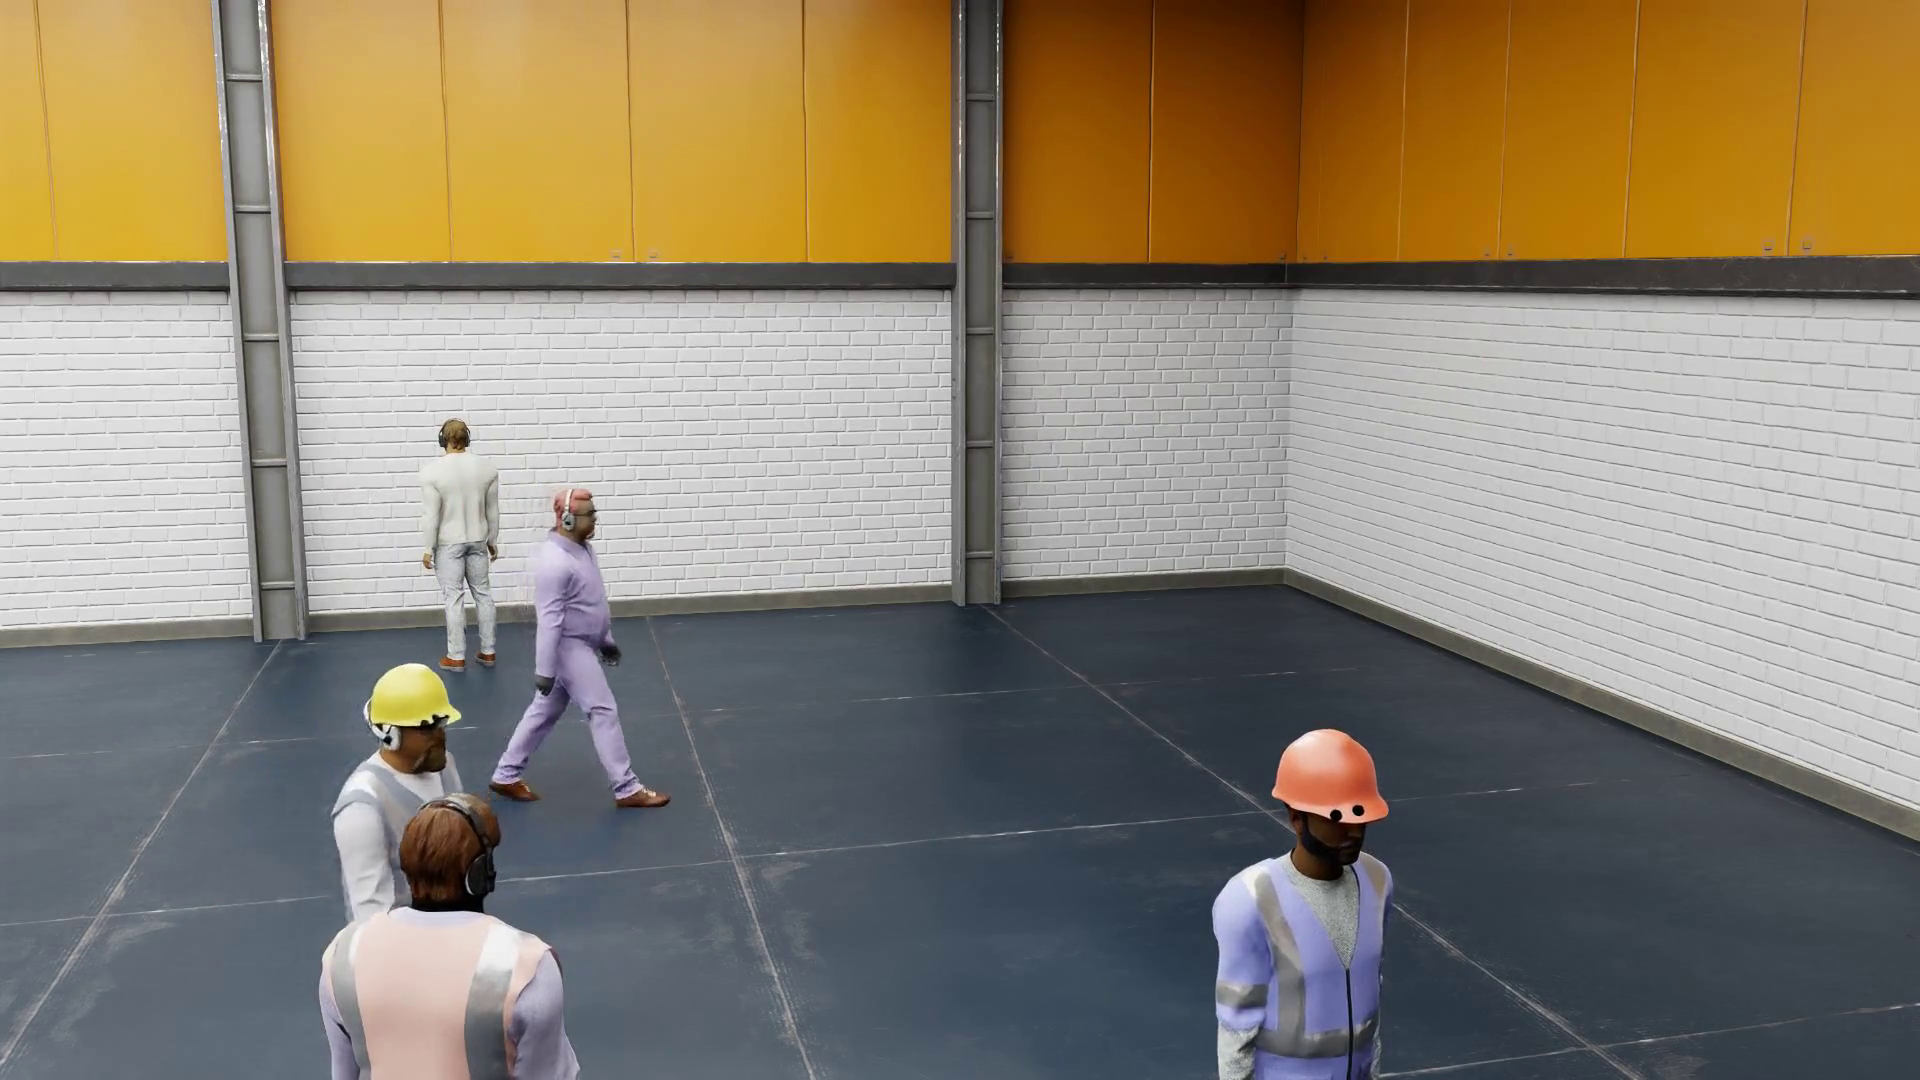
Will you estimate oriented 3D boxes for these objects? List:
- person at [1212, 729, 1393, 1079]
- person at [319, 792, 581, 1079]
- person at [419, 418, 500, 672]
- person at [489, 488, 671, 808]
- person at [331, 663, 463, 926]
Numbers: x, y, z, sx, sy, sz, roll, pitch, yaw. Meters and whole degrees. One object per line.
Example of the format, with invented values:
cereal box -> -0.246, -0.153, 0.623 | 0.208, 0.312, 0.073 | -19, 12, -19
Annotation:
person -> 0.877, 1.411, 4.155 | 0.543, 1.939, 0.371 | -6, 11, -31
person -> -1.156, 1.495, 3.934 | 0.623, 1.844, 0.429 | 2, 9, 15
person -> -3.817, 0.036, 12.734 | 0.633, 1.938, 0.356 | -8, 12, -42
person -> -2.224, 0.617, 9.422 | 1.037, 1.857, 0.633 | -1, 9, -6
person -> -1.688, 1.285, 5.335 | 0.559, 1.811, 0.613 | 2, 9, 13
